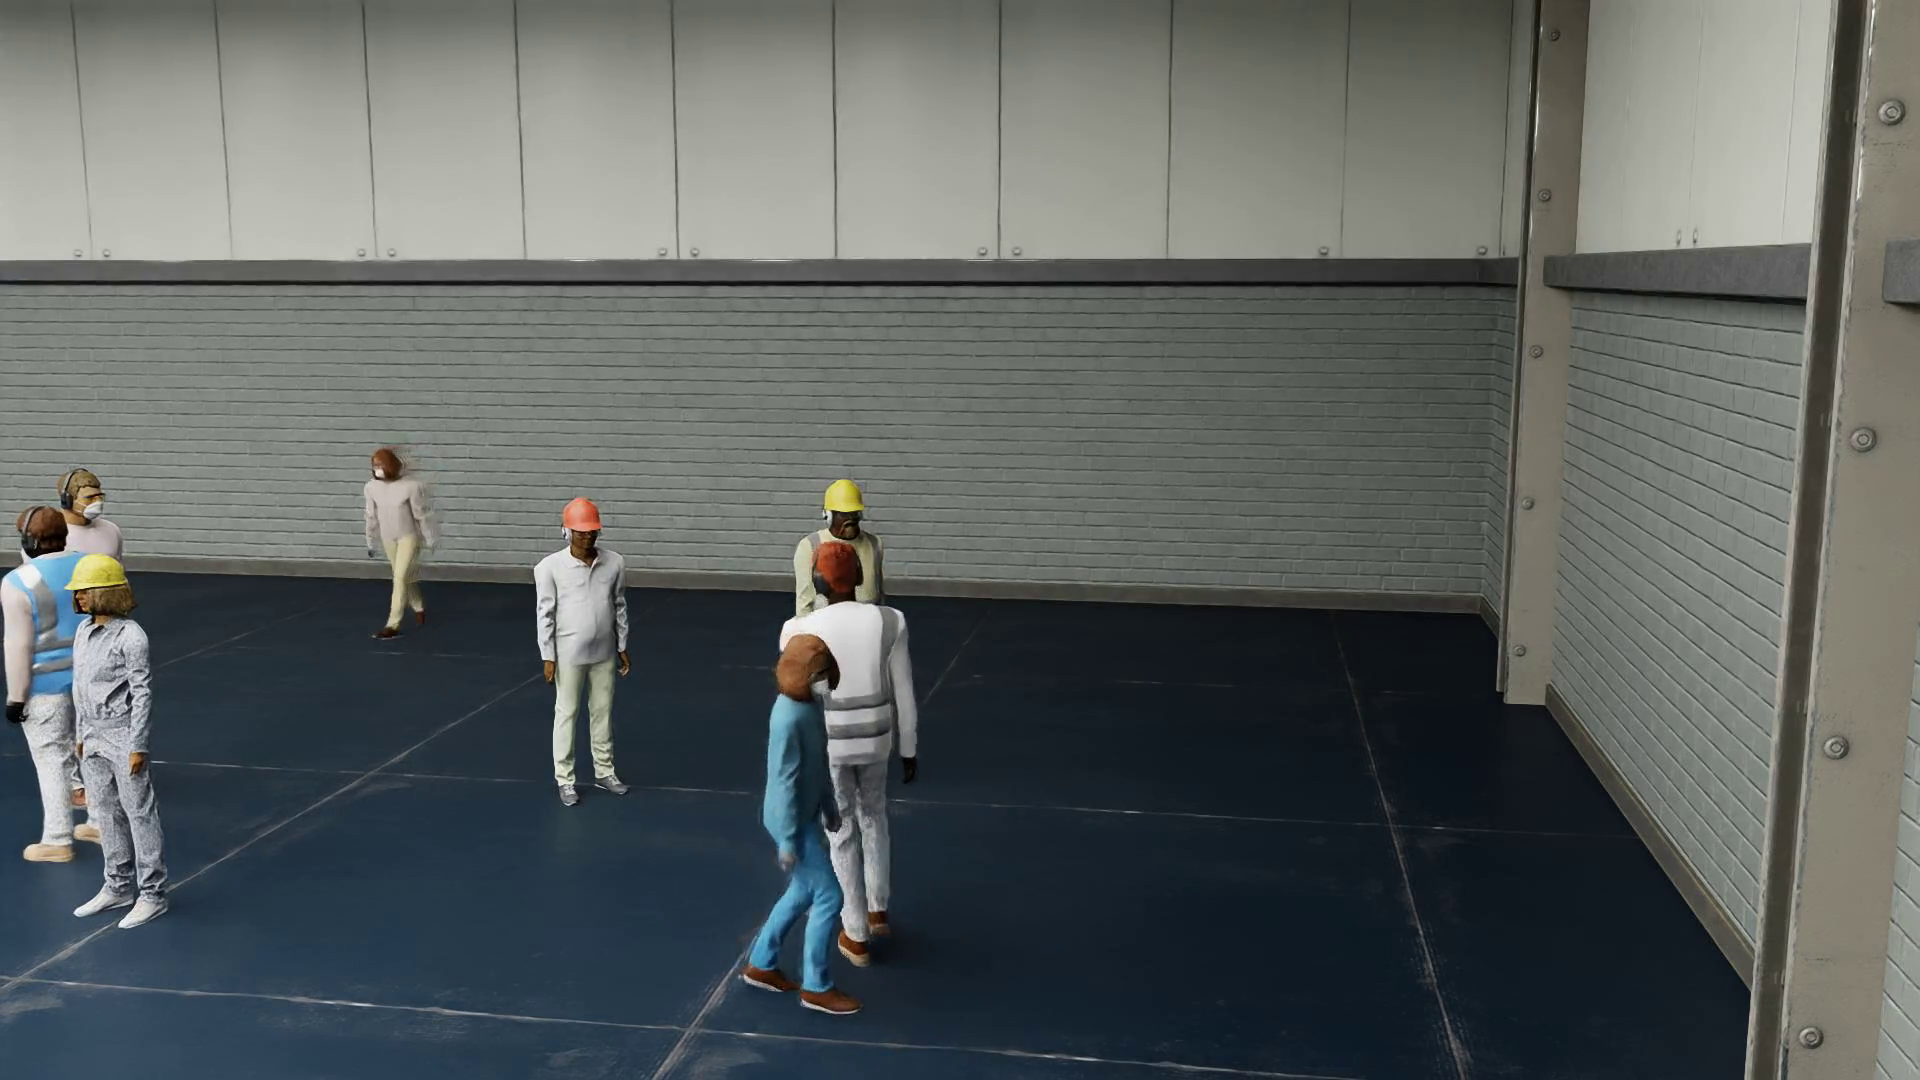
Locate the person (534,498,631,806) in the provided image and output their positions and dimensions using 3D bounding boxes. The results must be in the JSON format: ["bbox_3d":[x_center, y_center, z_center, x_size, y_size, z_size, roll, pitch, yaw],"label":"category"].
[{"bbox_3d":[-2.140,0.624,9.529,0.565,1.751,0.330,-8,12,-39],"label":"person"}]

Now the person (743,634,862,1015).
[{"bbox_3d":[-0.657,1.148,6.771,0.500,1.591,0.519,1,9,7],"label":"person"}]

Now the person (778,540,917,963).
[{"bbox_3d":[-0.516,0.915,7.392,0.591,1.863,0.594,-3,10,-20],"label":"person"}]

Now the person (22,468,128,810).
[{"bbox_3d":[-4.967,0.552,9.441,0.375,1.933,0.625,3,10,19],"label":"person"}]

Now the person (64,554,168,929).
[{"bbox_3d":[-3.937,0.923,7.720,0.486,1.744,0.294,5,10,28],"label":"person"}]

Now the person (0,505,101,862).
[{"bbox_3d":[-4.664,0.733,8.590,0.429,1.841,0.633,3,10,18],"label":"person"}]

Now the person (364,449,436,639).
[{"bbox_3d":[-4.671,0.006,13.902,0.547,1.570,0.861,2,9,11],"label":"person"}]

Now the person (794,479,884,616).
[{"bbox_3d":[-0.674,0.556,9.706,0.586,1.833,0.403,-6,11,-35],"label":"person"}]
